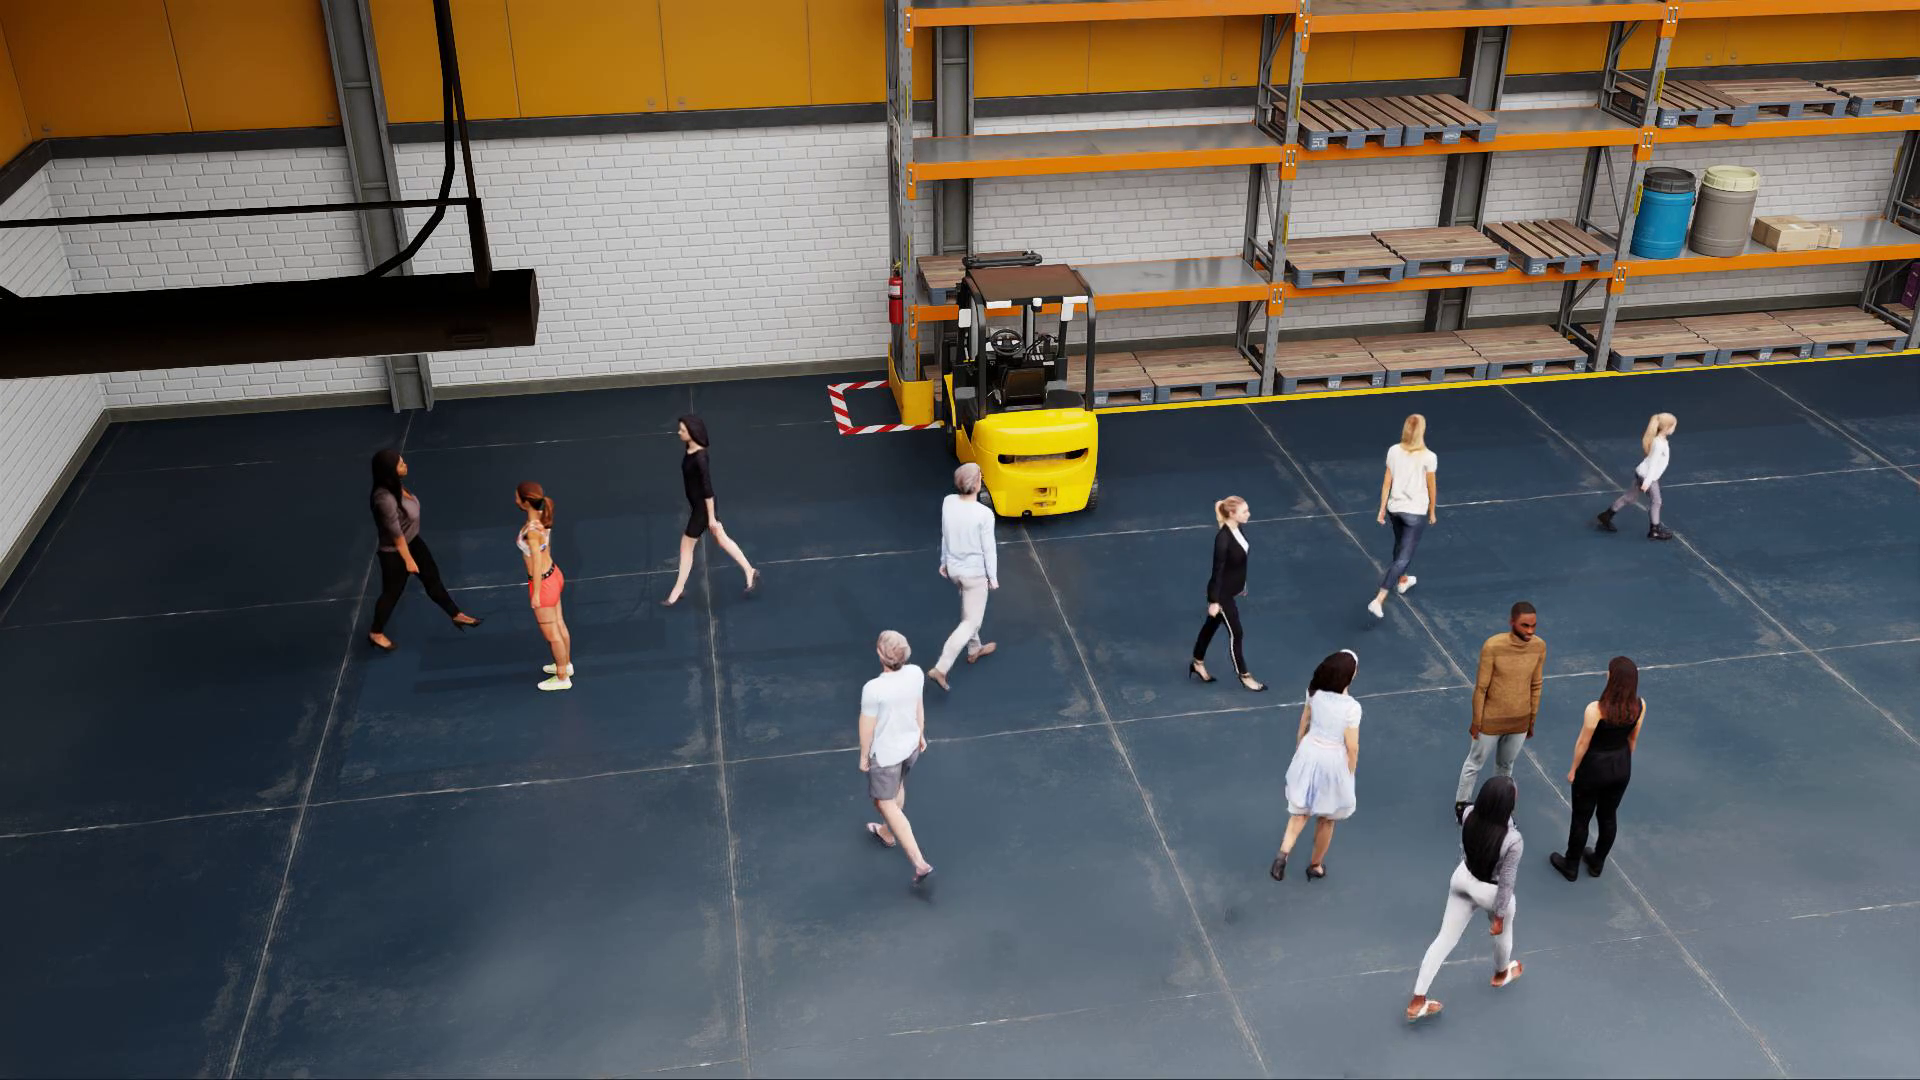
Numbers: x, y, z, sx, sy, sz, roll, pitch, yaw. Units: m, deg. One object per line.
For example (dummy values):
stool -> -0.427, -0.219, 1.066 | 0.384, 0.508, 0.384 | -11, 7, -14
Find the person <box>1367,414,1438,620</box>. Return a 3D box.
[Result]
person -> 3.722, -0.172, 13.999 | 1.057, 1.775, 1.214 | 24, 37, 37

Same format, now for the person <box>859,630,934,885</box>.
person -> -0.395, 1.442, 11.006 | 1.148, 1.807, 1.050 | -21, 35, -33

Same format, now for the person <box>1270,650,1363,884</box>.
person -> 2.318, 1.547, 10.822 | 1.060, 1.798, 0.968 | -23, 36, -36

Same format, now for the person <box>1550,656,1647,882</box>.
person -> 4.248, 1.517, 10.995 | 0.469, 1.687, 0.635 | -6, 29, -11

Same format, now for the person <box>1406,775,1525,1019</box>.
person -> 3.012, 2.145, 9.852 | 1.251, 1.679, 0.938 | -17, 33, -28

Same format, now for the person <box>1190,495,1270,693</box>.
person -> 1.986, 0.407, 13.032 | 1.014, 1.684, 0.894 | 10, 30, 18

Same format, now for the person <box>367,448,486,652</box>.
person -> -4.610, 0.139, 13.412 | 1.143, 1.791, 0.661 | -5, 29, -9

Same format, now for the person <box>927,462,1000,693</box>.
person -> 0.004, 0.307, 13.028 | 1.129, 1.863, 1.268 | 24, 37, 36

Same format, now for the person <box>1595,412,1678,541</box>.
person -> 6.258, -0.595, 15.314 | 0.972, 1.258, 0.721 | 7, 29, 12

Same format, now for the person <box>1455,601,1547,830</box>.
person -> 3.726, 1.200, 11.444 | 0.462, 1.814, 0.677 | -4, 29, -7

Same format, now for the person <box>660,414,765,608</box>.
person -> -2.089, -0.230, 14.121 | 1.129, 1.760, 0.640 | -6, 29, -11

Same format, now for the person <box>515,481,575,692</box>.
person -> -3.246, 0.355, 13.018 | 0.586, 1.789, 0.616 | 0, 29, 1
